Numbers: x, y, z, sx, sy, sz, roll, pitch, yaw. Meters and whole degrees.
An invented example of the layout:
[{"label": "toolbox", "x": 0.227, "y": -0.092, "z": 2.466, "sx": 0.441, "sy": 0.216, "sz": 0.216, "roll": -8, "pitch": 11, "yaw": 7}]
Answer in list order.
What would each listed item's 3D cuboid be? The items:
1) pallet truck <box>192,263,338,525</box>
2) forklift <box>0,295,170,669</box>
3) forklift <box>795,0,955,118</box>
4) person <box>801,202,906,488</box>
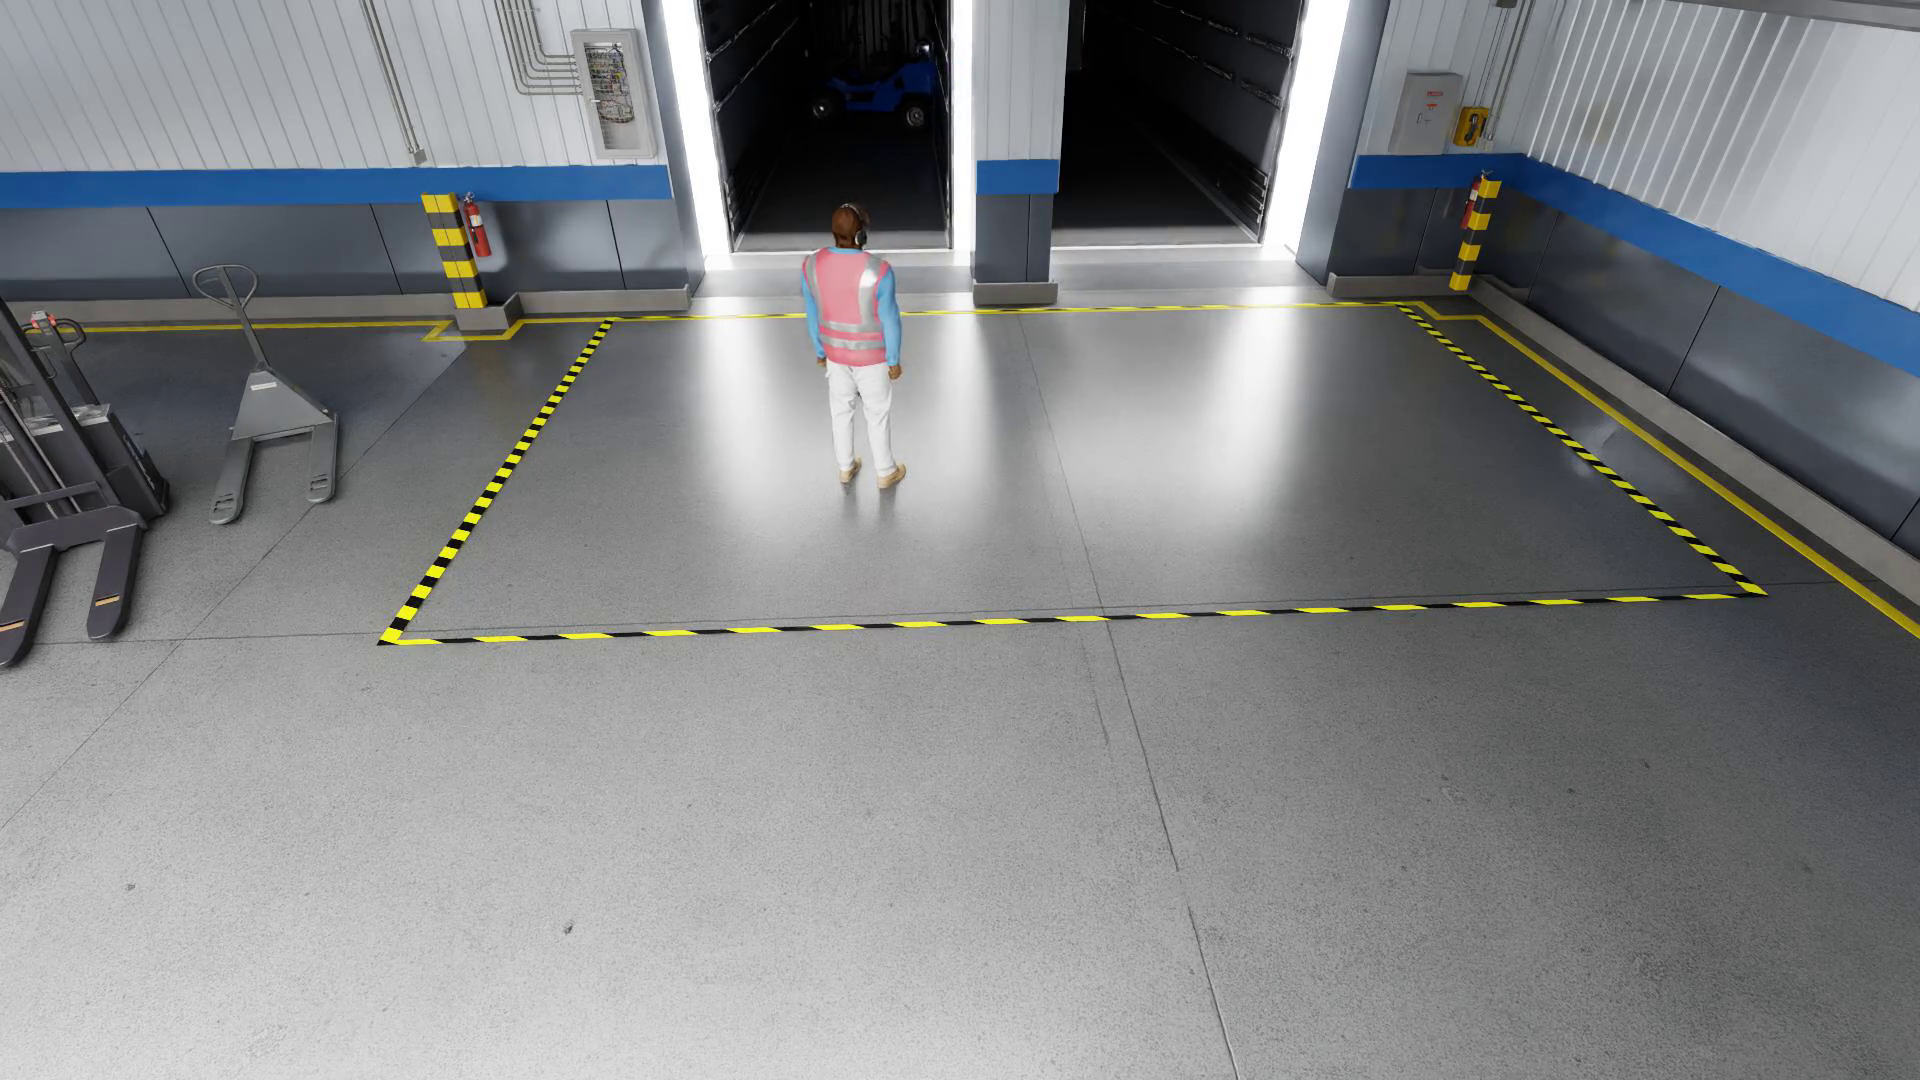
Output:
[{"label": "pallet truck", "x": -4.778, "y": -1.027, "z": 6.128, "sx": 0.680, "sy": 1.201, "sz": 1.601, "roll": -17, "pitch": 38, "yaw": -23}, {"label": "forklift", "x": -5.212, "y": -0.618, "z": 4.878, "sx": 0.823, "sy": 1.965, "sz": 1.885, "roll": -20, "pitch": 39, "yaw": -26}, {"label": "forklift", "x": -1.471, "y": -8.432, "z": 15.793, "sx": 2.680, "sy": 2.036, "sz": 1.157, "roll": 7, "pitch": 35, "yaw": 10}, {"label": "person", "x": -0.648, "y": -1.190, "z": 5.836, "sx": 0.623, "sy": 1.843, "sz": 0.431, "roll": 12, "pitch": 37, "yaw": 17}]
